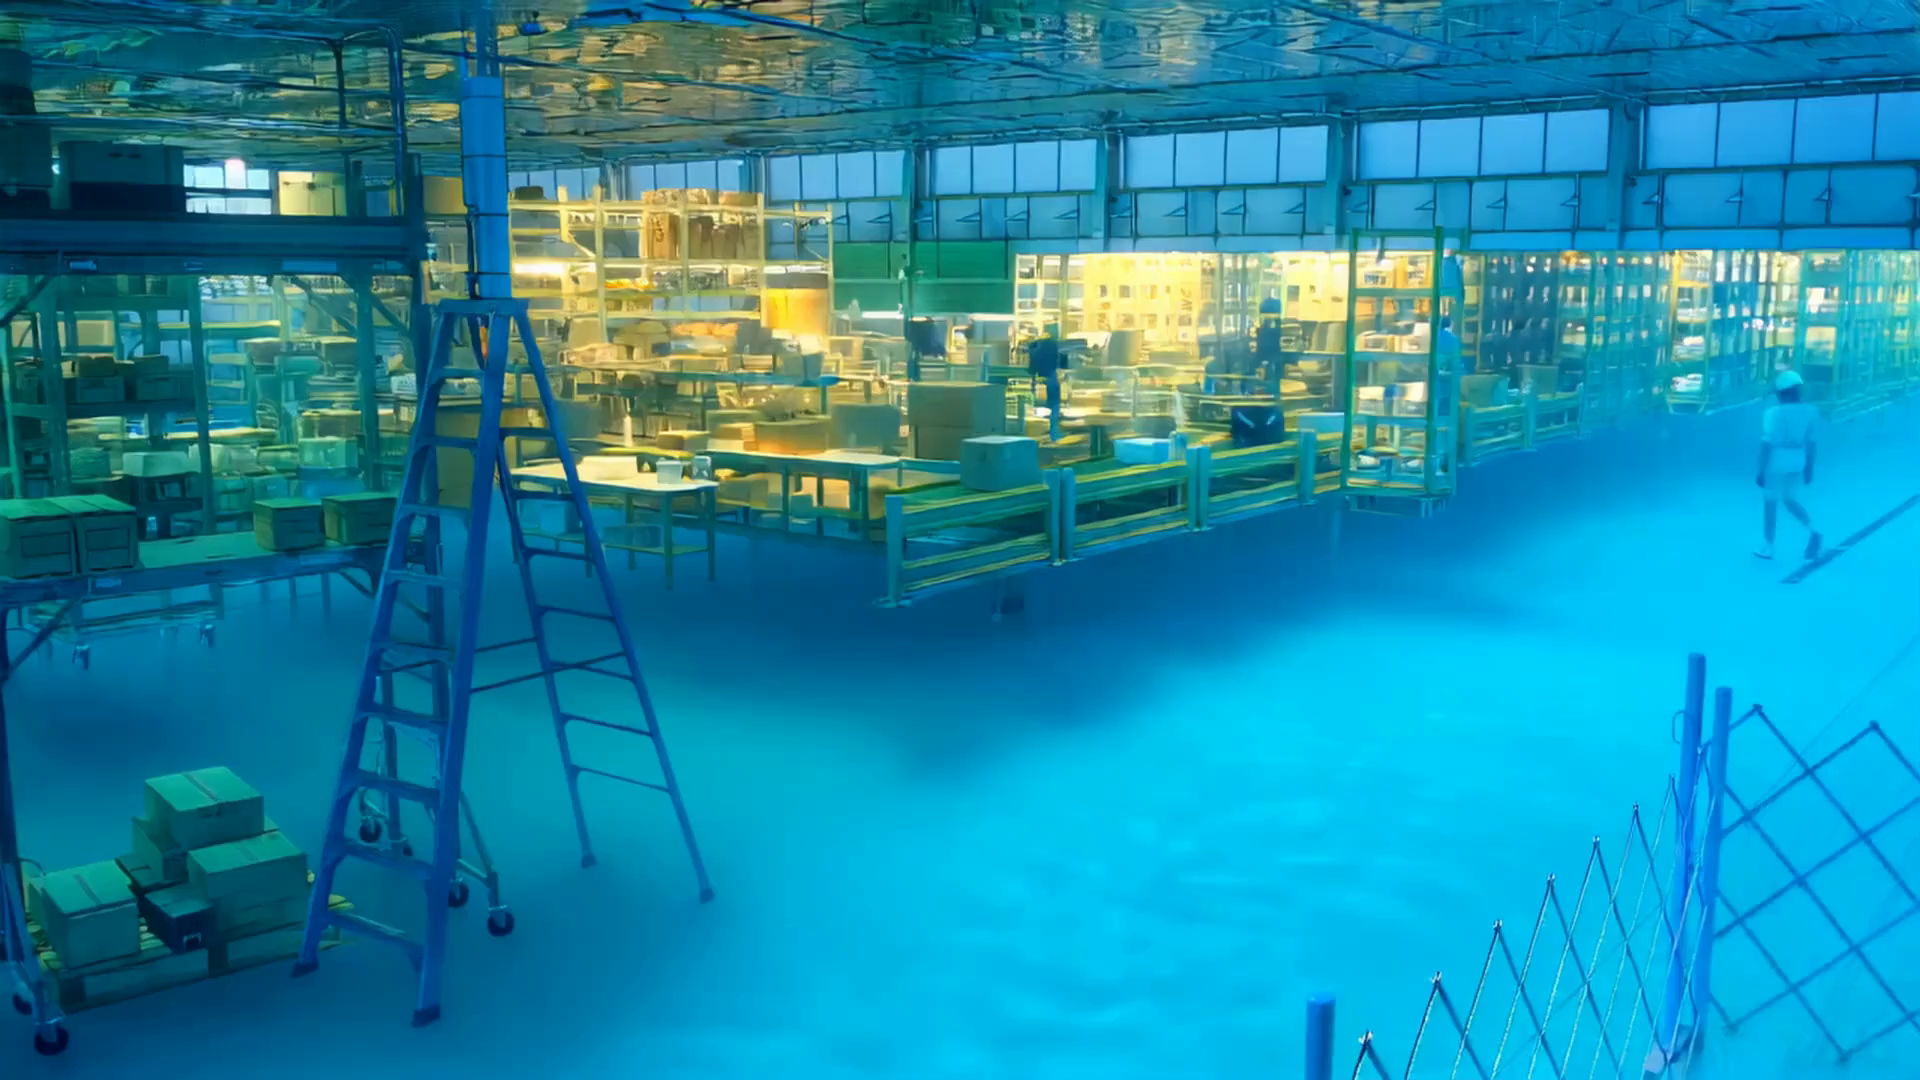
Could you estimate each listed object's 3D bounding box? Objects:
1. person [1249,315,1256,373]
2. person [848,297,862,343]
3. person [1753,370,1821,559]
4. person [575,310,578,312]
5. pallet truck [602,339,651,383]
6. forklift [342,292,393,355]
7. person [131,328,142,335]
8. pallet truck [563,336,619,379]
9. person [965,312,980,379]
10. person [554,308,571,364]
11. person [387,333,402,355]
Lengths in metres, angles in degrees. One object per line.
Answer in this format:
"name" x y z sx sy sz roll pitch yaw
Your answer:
"person" 8.981 -5.920 50.241 0.403 1.830 0.598 -6 11 -32
"person" -4.614 -9.661 73.077 0.611 1.996 0.378 0 9 1
"person" 8.745 -0.765 17.502 0.613 2.026 0.709 -2 9 -11
"person" -16.515 -9.558 72.708 0.563 1.907 0.735 4 10 22
"pallet truck" -8.991 -4.871 45.351 0.653 1.274 1.630 7 11 37
"forklift" -16.485 -5.622 45.120 1.129 2.768 1.873 7 11 37
"person" -25.485 -6.026 51.546 0.283 1.628 0.500 2 9 12
"pallet truck" -10.690 -5.294 48.215 1.601 1.201 0.680 -5 10 -26
"person" 0.403 -5.595 47.874 0.439 1.935 0.634 -7 12 -38
"person" -13.355 -6.807 55.590 0.571 1.888 0.957 5 11 30
"person" -16.187 -5.495 47.737 0.619 1.780 0.917 7 11 37
